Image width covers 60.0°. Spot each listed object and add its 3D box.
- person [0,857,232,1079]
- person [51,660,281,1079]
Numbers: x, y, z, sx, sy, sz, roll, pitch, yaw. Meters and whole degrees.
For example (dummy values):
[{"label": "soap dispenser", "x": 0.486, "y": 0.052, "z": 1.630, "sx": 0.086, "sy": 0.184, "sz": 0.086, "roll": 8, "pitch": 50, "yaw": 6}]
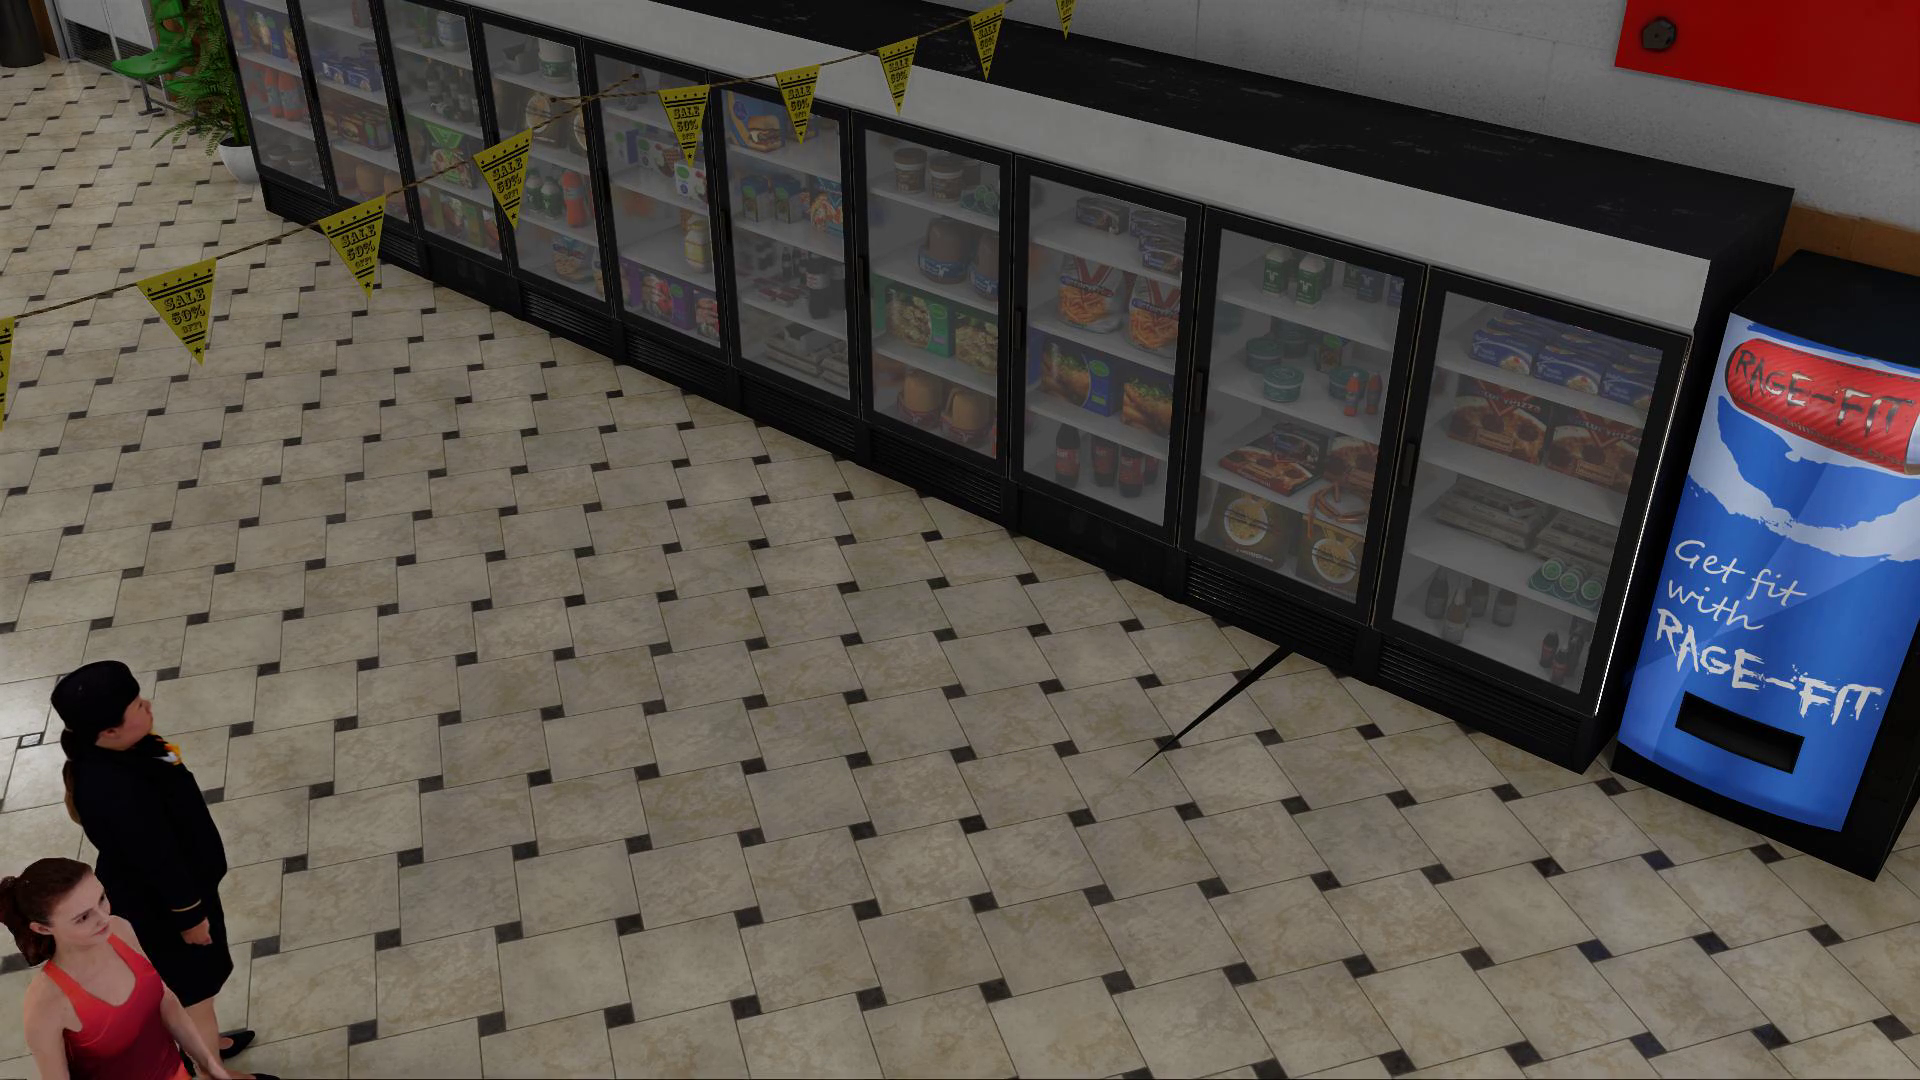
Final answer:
[{"label": "person", "x": -2.271, "y": 1.509, "z": 4.447, "sx": 0.803, "sy": 1.737, "sz": 0.754, "roll": 2, "pitch": 32, "yaw": 3}, {"label": "person", "x": -2.488, "y": 1.099, "z": 5.169, "sx": 0.725, "sy": 1.671, "sz": 0.760, "roll": -20, "pitch": 37, "yaw": -29}]
